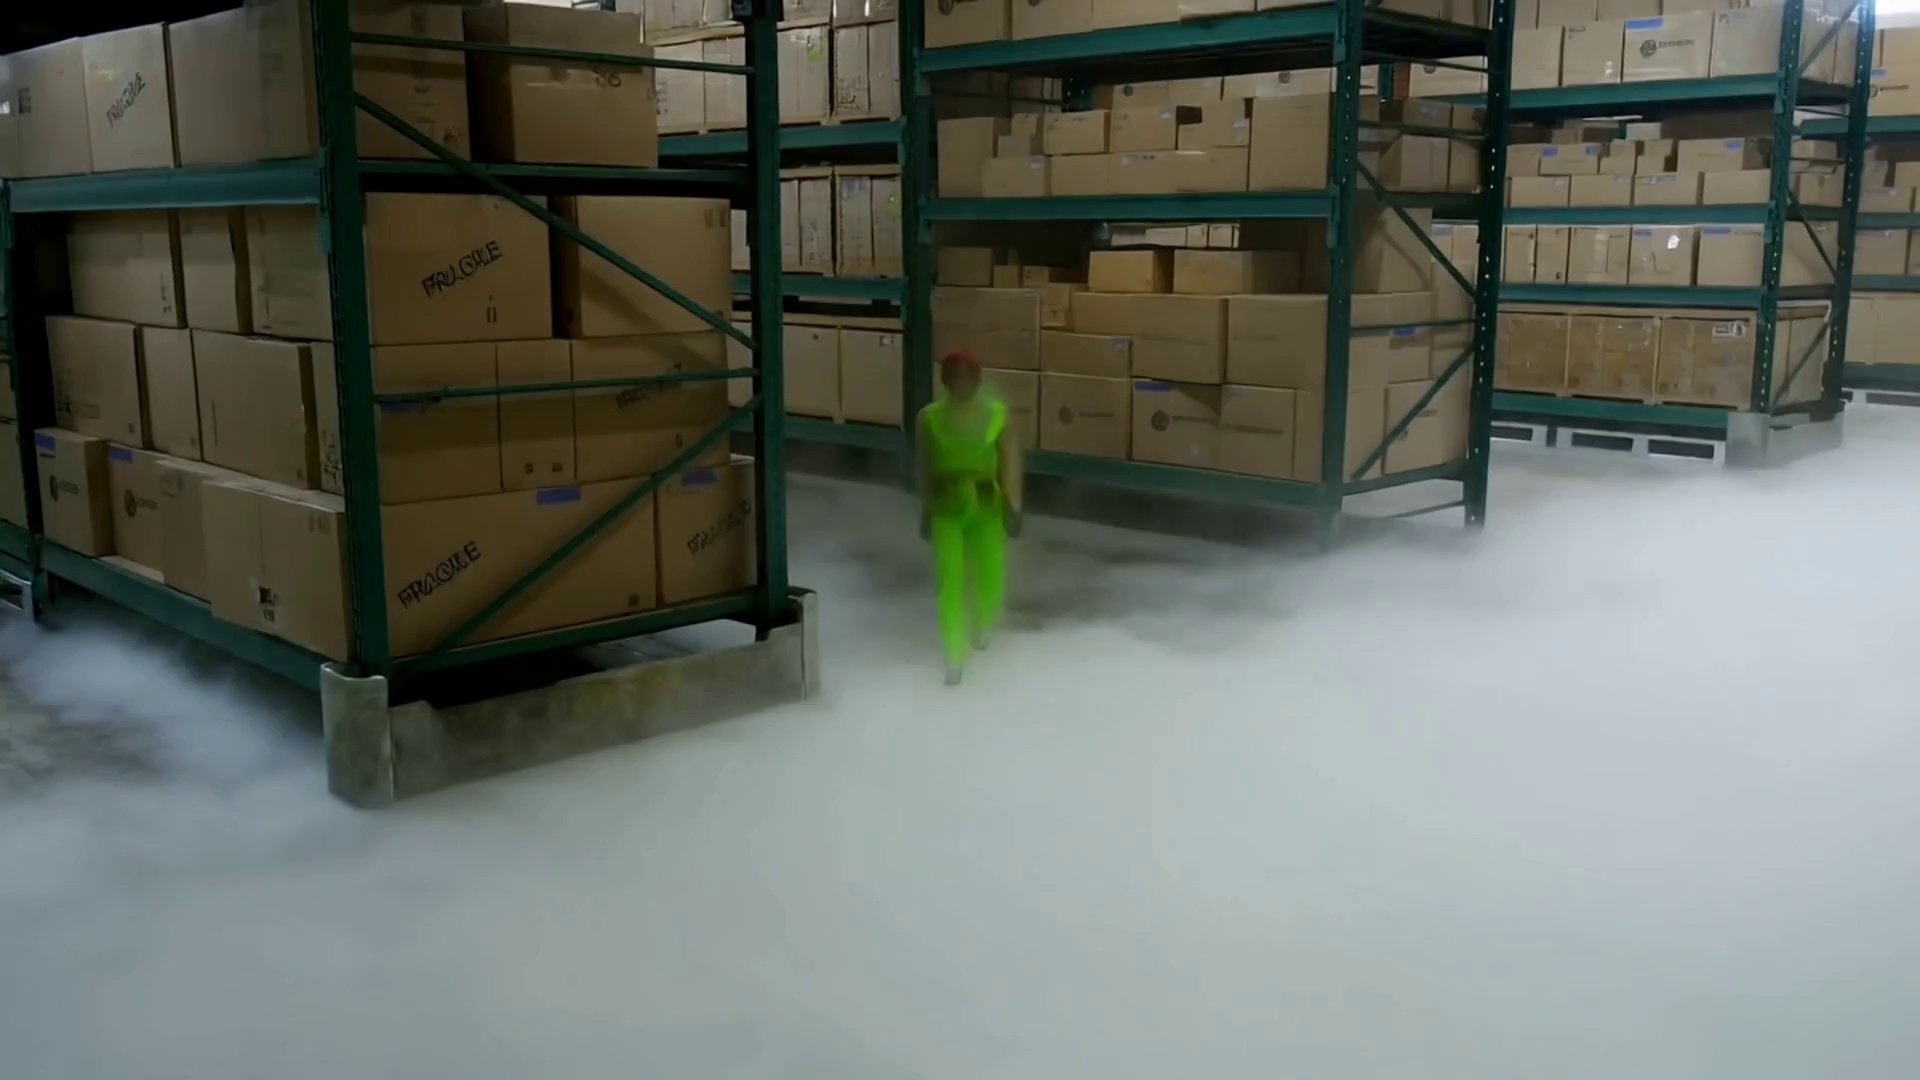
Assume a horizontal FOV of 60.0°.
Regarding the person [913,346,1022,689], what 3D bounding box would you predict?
[{"bbox_3d":[0.036,-0.142,8.092,0.522,1.615,0.732,0,10,-1],"label":"person"}]
